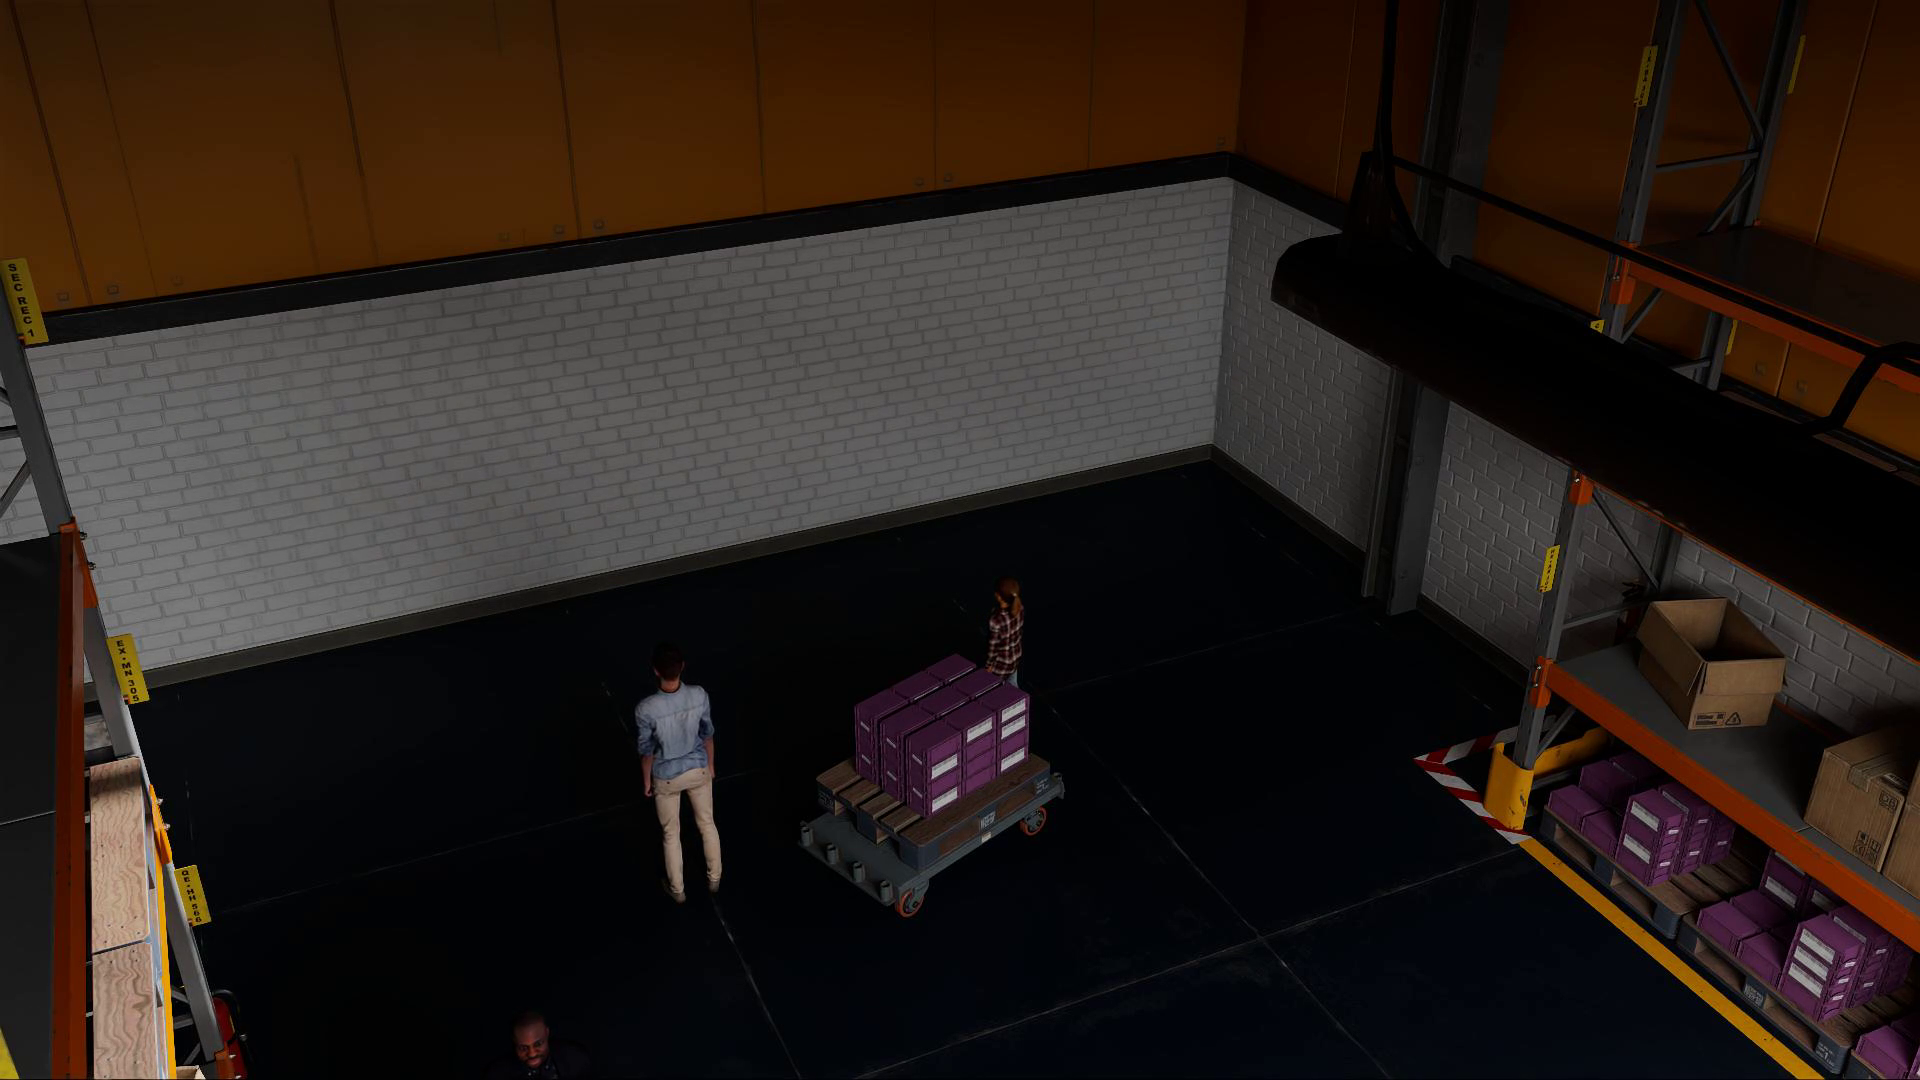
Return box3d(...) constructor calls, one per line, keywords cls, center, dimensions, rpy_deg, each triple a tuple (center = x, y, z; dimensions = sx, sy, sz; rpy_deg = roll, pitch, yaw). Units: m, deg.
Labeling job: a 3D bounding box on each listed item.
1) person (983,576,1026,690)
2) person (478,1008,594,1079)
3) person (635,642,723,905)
box3d(cls="person", center=(0.329, 0.836, 12.038), dimensions=(0.633, 1.306, 0.607), rpy_deg=(22, 36, 35))
box3d(cls="person", center=(-1.918, 2.884, 7.747), dimensions=(0.684, 1.818, 0.584), rpy_deg=(-14, 31, -23))
box3d(cls="person", center=(-1.743, 1.446, 10.353), dimensions=(0.642, 1.848, 0.542), rpy_deg=(-12, 31, -20))
